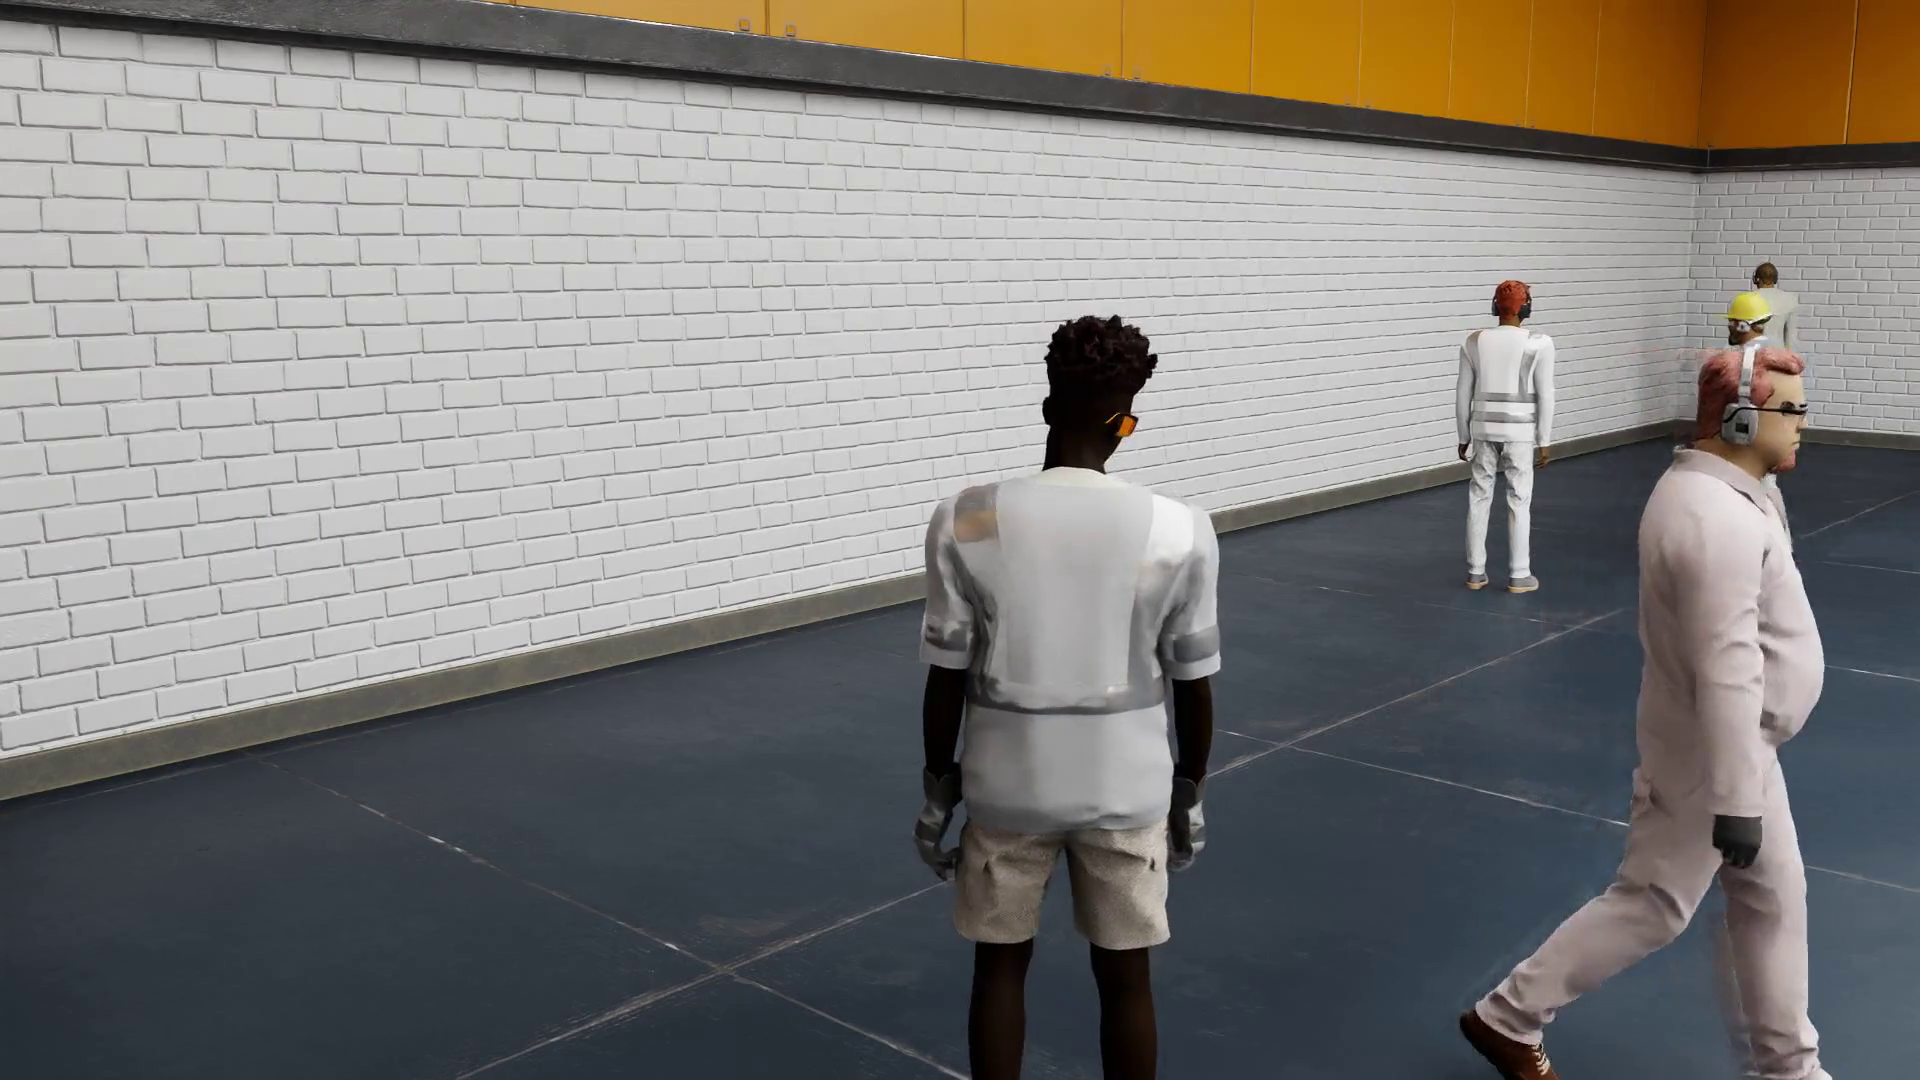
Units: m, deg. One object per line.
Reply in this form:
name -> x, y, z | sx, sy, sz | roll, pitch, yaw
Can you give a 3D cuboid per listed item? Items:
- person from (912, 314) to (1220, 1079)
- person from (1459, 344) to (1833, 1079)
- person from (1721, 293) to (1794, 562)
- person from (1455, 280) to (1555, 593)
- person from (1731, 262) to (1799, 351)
person -> 0.214, 0.510, 3.458 | 0.630, 1.947, 0.402 | 0, 10, 2
person -> 1.707, 0.474, 3.886 | 0.952, 1.869, 0.655 | 4, 11, 22
person -> 5.099, -0.725, 10.947 | 0.607, 1.781, 0.904 | -10, 14, -44
person -> 3.288, -0.621, 10.067 | 0.574, 1.881, 0.357 | 7, 12, 34
person -> 8.044, -1.815, 16.717 | 0.629, 1.936, 0.373 | 1, 10, 6
